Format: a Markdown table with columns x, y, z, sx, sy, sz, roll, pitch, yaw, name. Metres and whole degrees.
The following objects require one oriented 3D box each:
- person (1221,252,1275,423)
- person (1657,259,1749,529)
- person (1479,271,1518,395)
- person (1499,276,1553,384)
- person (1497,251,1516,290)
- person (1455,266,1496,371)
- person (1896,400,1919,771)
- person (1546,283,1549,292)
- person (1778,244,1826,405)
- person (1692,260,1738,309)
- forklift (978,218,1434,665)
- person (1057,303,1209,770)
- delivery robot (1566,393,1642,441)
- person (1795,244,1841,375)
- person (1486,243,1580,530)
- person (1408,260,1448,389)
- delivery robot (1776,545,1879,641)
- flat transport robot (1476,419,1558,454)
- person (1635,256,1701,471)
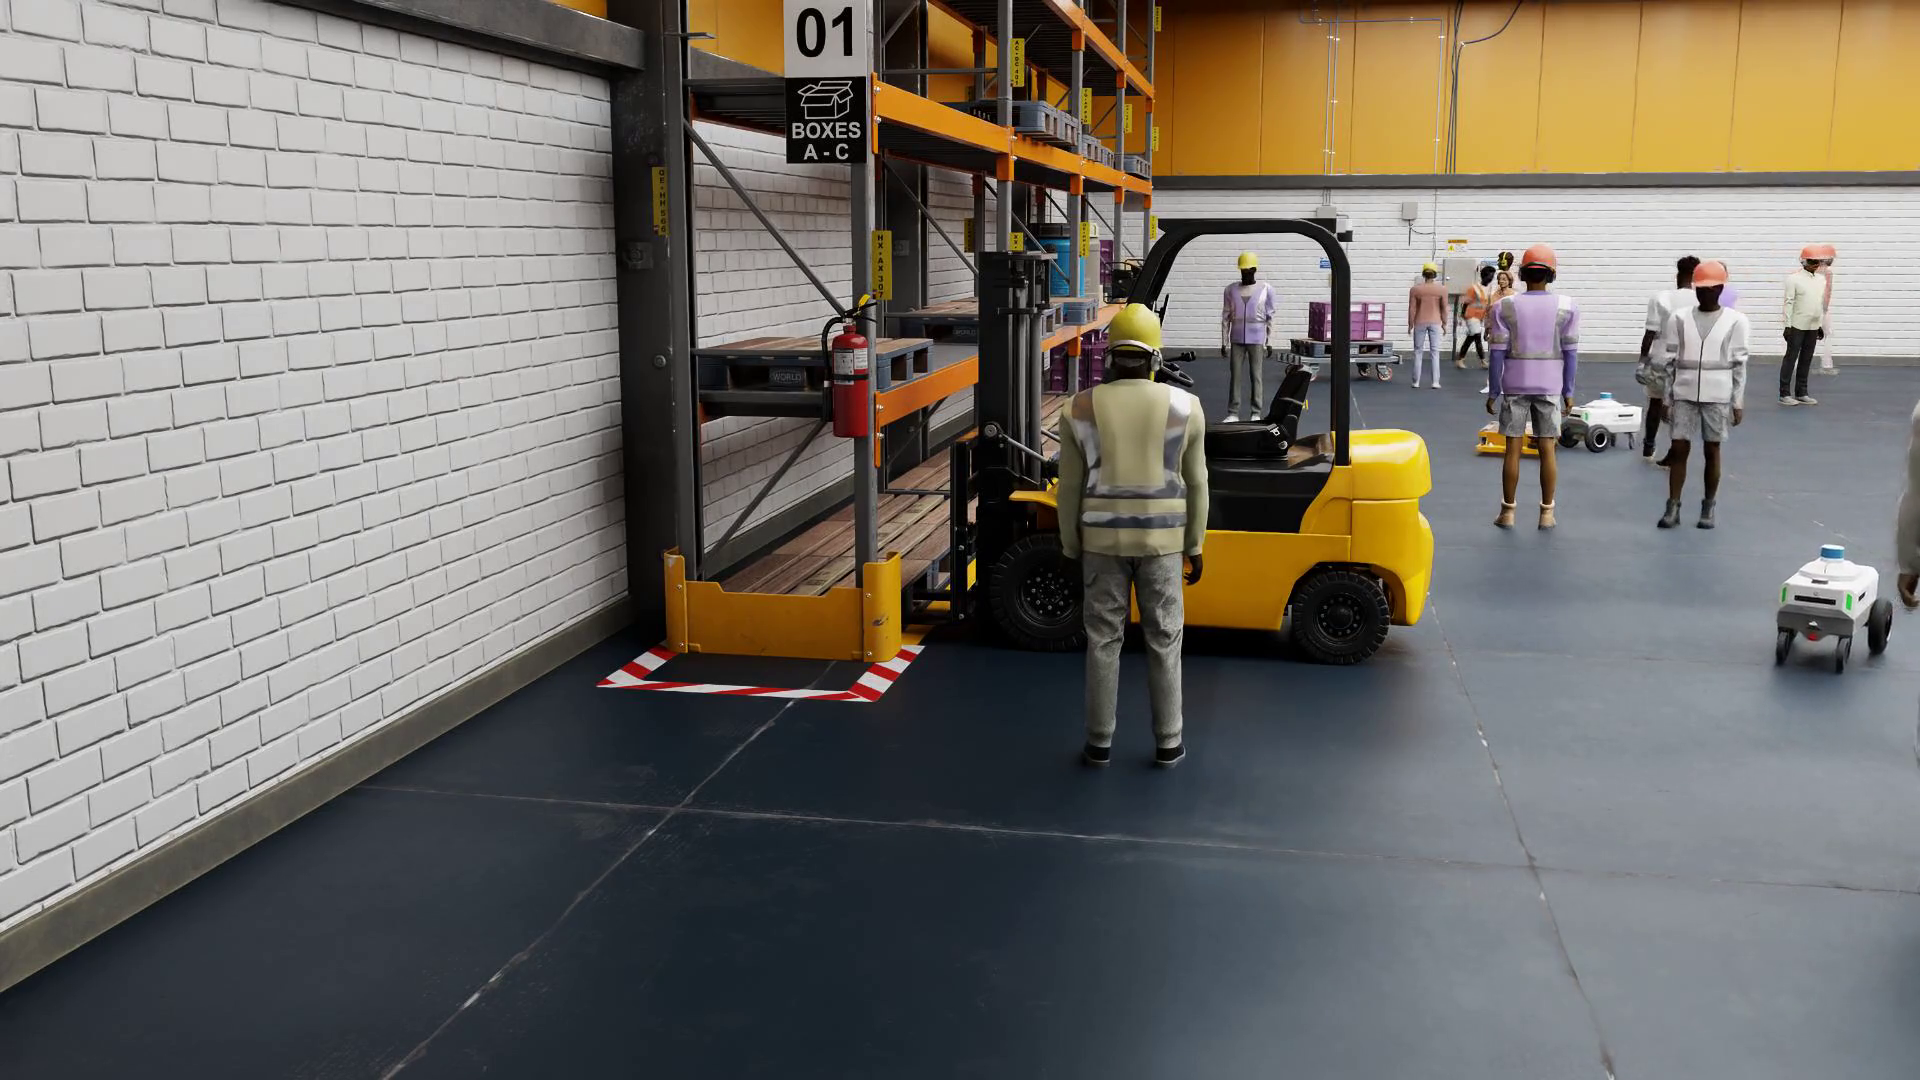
| x | y | z | sx | sy | sz | roll | pitch | yaw | name |
| --- | --- | --- | --- | --- | --- | --- | --- | --- | --- |
| 3.185 | -2.227 | 18.466 | 0.594 | 1.924 | 0.382 | 4 | 11 | 23 | person |
| 5.310 | -1.036 | 11.919 | 0.551 | 1.934 | 0.376 | 7 | 12 | 32 | person |
| 7.218 | -2.760 | 22.164 | 0.307 | 1.645 | 0.514 | -9 | 14 | -40 | person |
| 7.898 | -3.047 | 23.345 | 0.777 | 1.805 | 0.517 | 3 | 11 | 17 | person |
| 8.216 | -3.406 | 25.119 | 0.317 | 1.860 | 0.553 | 6 | 12 | 31 | person |
| 8.125 | -3.463 | 26.024 | 0.543 | 1.624 | 0.906 | -7 | 12 | -33 | person |
| 3.591 | 0.104 | 5.752 | 0.640 | 1.912 | 0.720 | 6 | 12 | 30 | person |
| 8.047 | -3.059 | 23.256 | 0.489 | 1.848 | 0.465 | 3 | 11 | 16 | person |
| 10.519 | -2.671 | 20.715 | 0.625 | 1.992 | 0.389 | -4 | 11 | -20 | person |
| 9.049 | -2.445 | 19.972 | 0.580 | 1.818 | 0.790 | -2 | 11 | -10 | person |
| 1.285 | -0.567 | 8.635 | 2.313 | 2.155 | 1.214 | 2 | 11 | 11 | forklift |
| 0.676 | -0.003 | 6.530 | 0.588 | 1.835 | 0.403 | 1 | 10 | 6 | person |
| 6.349 | -1.209 | 16.391 | 0.707 | 0.478 | 0.477 | -3 | 11 | -19 | delivery robot |
| 13.094 | -3.478 | 25.223 | 0.748 | 1.970 | 0.617 | -2 | 10 | -10 | person |
| 4.081 | -1.086 | 11.894 | 0.605 | 2.045 | 0.377 | 3 | 11 | 14 | person |
| 6.469 | -2.974 | 23.009 | 0.533 | 1.765 | 0.330 | 3 | 11 | 16 | person |
| 4.331 | 0.269 | 8.291 | 0.477 | 0.478 | 0.707 | 8 | 13 | 37 | delivery robot |
| 5.515 | -1.019 | 16.389 | 0.652 | 0.197 | 1.431 | 5 | 11 | 23 | flat transport robot |
| 6.477 | -1.609 | 15.124 | 0.672 | 1.911 | 0.926 | 2 | 11 | 13 | person |
